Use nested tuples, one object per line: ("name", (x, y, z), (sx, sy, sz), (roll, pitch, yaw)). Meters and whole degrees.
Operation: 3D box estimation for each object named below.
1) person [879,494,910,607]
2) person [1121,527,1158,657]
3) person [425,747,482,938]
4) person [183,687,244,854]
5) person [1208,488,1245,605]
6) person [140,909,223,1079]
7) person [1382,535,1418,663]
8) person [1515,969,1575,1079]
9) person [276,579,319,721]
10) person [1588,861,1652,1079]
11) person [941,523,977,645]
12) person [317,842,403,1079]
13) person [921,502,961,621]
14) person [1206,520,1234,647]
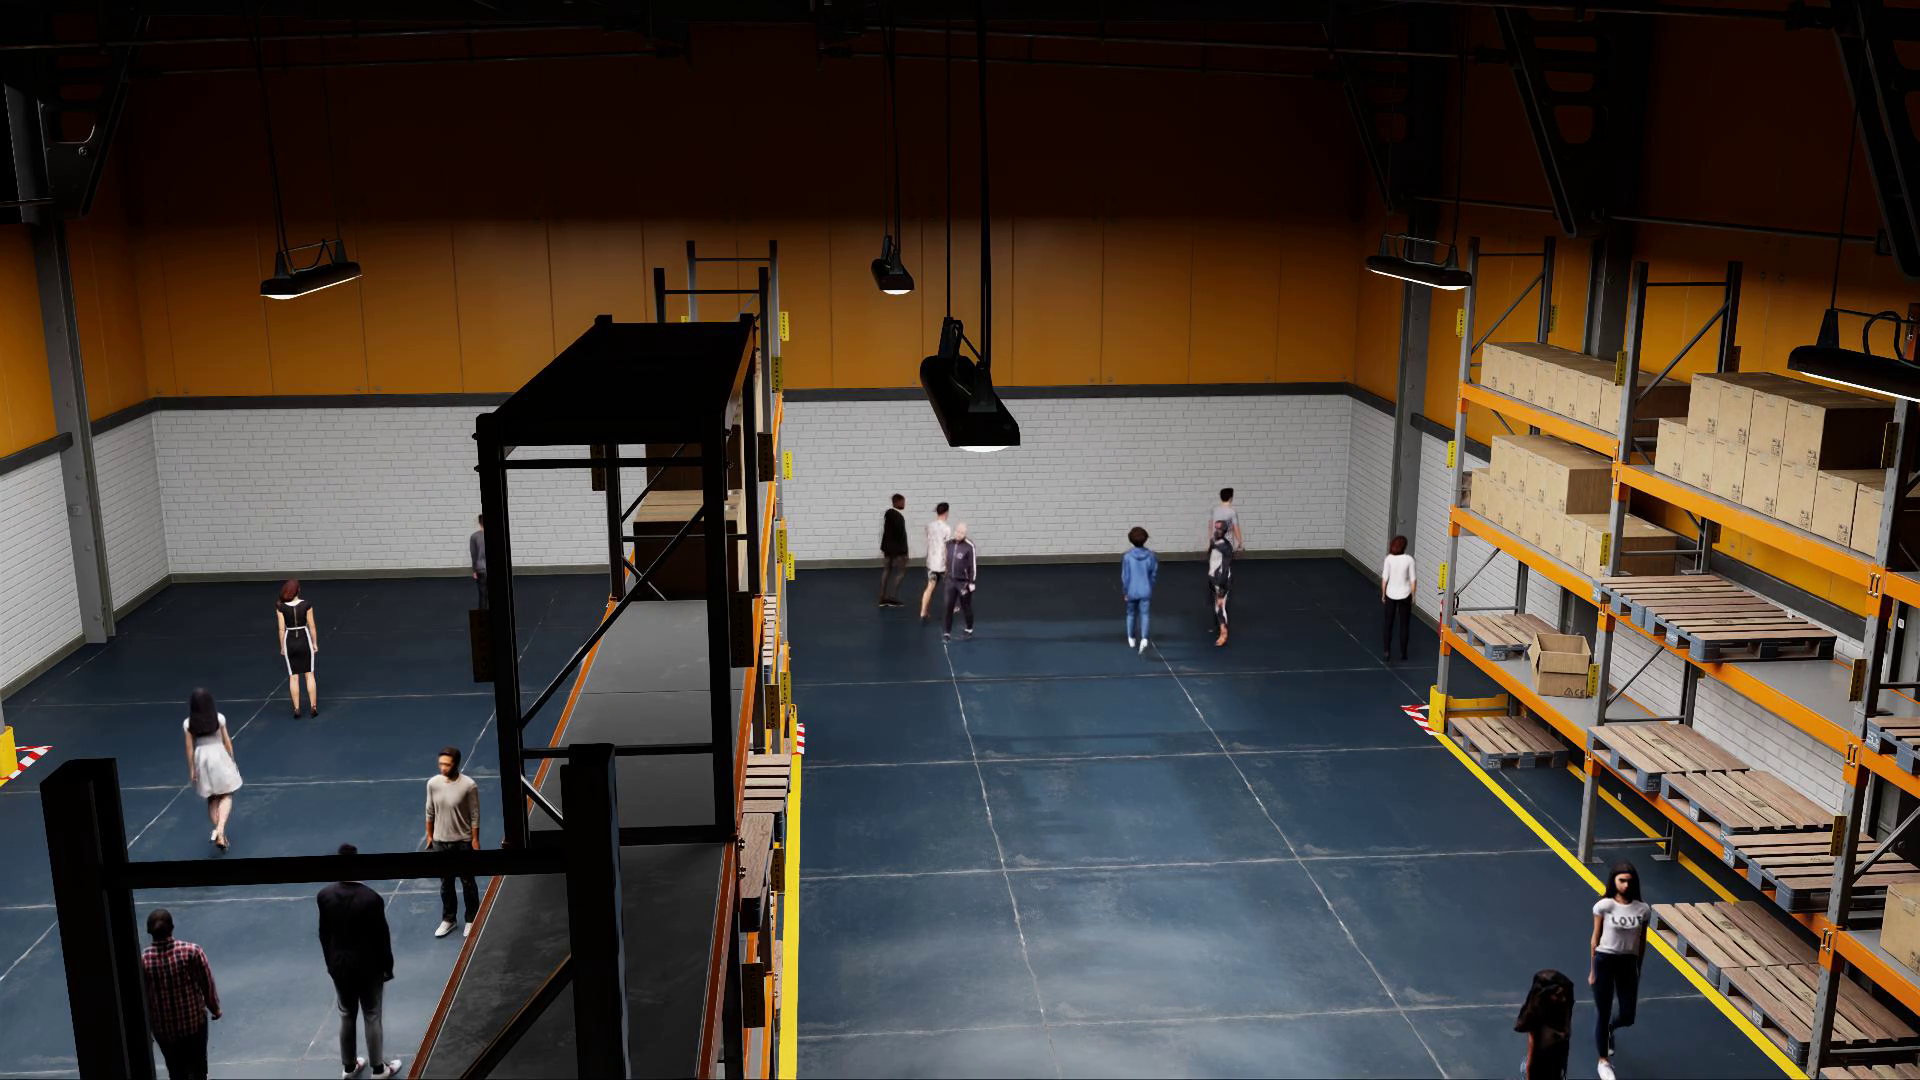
("person", (-1.035, 0.171, 25.746), (0.747, 1.778, 0.881), (12, 18, 42))
("person", (2.531, 0.736, 23.409), (0.789, 1.781, 1.137), (1, 14, 4))
("person", (-4.605, 2.721, 15.155), (0.690, 1.807, 0.599), (1, 14, 4))
("person", (-7.535, 2.364, 16.737), (0.726, 1.757, 0.865), (-4, 14, -15))
("person", (4.033, 0.123, 25.798), (0.860, 1.847, 0.768), (-10, 17, -35))
("person", (-5.653, 3.505, 12.031), (0.783, 1.753, 1.128), (-3, 14, -12))
("person", (6.076, 0.810, 23.076), (0.685, 1.794, 0.671), (5, 15, 21))
("person", (3.987, 3.702, 11.528), (0.840, 1.608, 1.022), (-9, 16, -32))
("person", (-8.266, 1.363, 20.787), (0.632, 1.796, 0.568), (-5, 14, -20))
("person", (5.032, 3.297, 12.865), (0.665, 1.765, 0.803), (1, 14, 4))
("person", (0.018, 0.602, 23.959), (1.050, 1.783, 1.172), (11, 17, 37))
("person", (-4.639, 3.225, 12.763), (0.768, 1.954, 0.682), (2, 14, 9))
("person", (-0.363, 0.348, 25.000), (1.101, 1.785, 1.247), (8, 16, 30))
("person", (3.744, 0.594, 23.835), (0.976, 1.856, 0.670), (-1, 14, -3))
